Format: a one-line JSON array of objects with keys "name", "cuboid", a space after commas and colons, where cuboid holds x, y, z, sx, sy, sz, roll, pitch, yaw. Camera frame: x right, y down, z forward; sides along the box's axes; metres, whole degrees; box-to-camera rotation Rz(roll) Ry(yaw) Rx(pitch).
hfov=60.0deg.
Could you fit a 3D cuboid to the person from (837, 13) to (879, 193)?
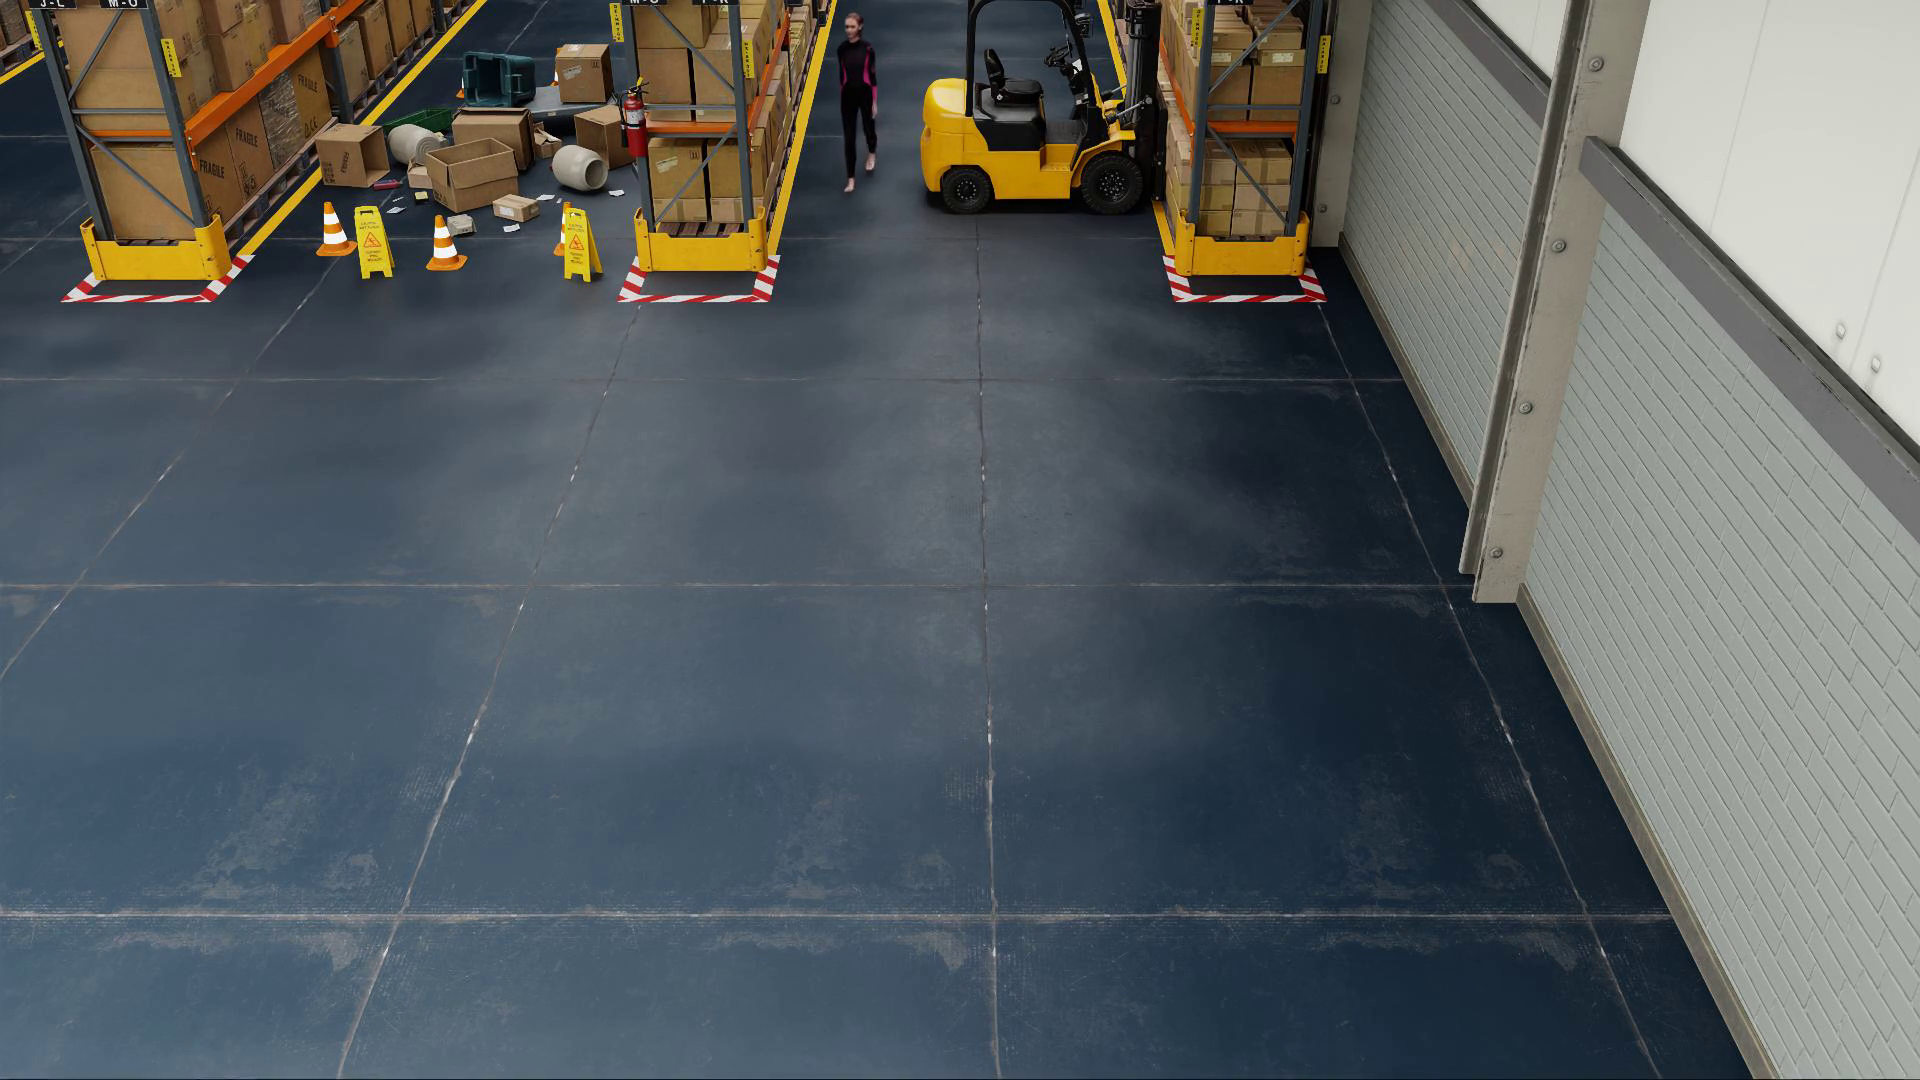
[{"name": "person", "cuboid": [-1.001, -4.478, 16.905, 0.674, 1.706, 1.156, 4, 32, 6]}]
